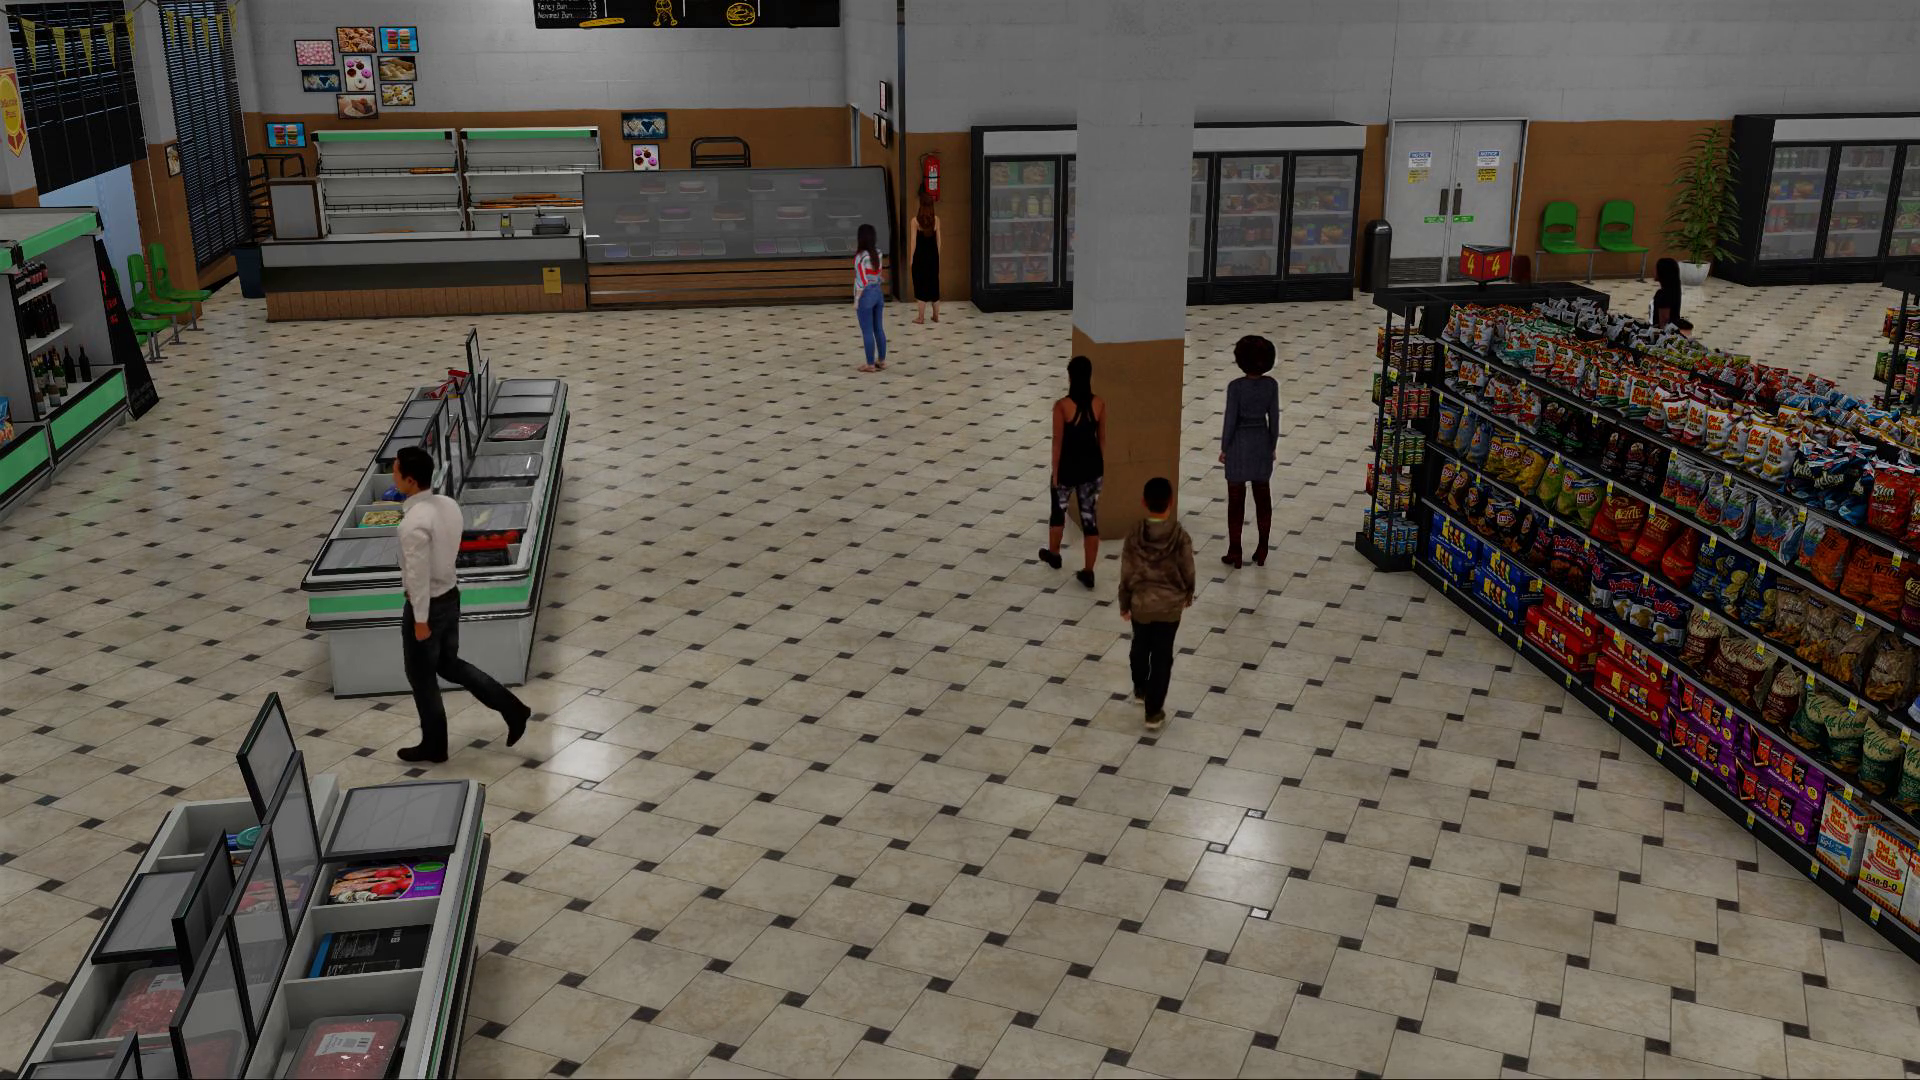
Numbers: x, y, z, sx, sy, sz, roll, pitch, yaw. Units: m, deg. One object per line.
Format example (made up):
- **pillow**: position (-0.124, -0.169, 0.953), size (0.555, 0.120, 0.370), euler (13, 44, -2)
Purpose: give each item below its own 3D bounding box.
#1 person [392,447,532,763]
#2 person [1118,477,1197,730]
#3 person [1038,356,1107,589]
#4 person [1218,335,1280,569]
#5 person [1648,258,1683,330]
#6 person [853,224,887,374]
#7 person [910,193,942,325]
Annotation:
- **person**: position (-2.744, 0.379, 8.956), size (0.886, 1.795, 1.000), euler (2, 19, 5)
- **person**: position (1.104, 0.386, 9.501), size (0.793, 1.433, 0.900), euler (7, 20, 21)
- **person**: position (0.863, -0.466, 11.701), size (0.698, 1.641, 0.954), euler (-7, 20, -19)
- **person**: position (2.107, -0.642, 12.115), size (0.596, 1.710, 0.508), euler (-4, 19, -12)
- **person**: position (6.469, -1.747, 15.369), size (0.789, 1.725, 0.717), euler (10, 21, 27)
- **person**: position (-0.987, -2.656, 18.244), size (0.716, 1.611, 0.660), euler (13, 23, 34)
- **person**: position (-0.427, -3.527, 20.804), size (0.643, 1.625, 0.657), euler (-9, 21, -25)
